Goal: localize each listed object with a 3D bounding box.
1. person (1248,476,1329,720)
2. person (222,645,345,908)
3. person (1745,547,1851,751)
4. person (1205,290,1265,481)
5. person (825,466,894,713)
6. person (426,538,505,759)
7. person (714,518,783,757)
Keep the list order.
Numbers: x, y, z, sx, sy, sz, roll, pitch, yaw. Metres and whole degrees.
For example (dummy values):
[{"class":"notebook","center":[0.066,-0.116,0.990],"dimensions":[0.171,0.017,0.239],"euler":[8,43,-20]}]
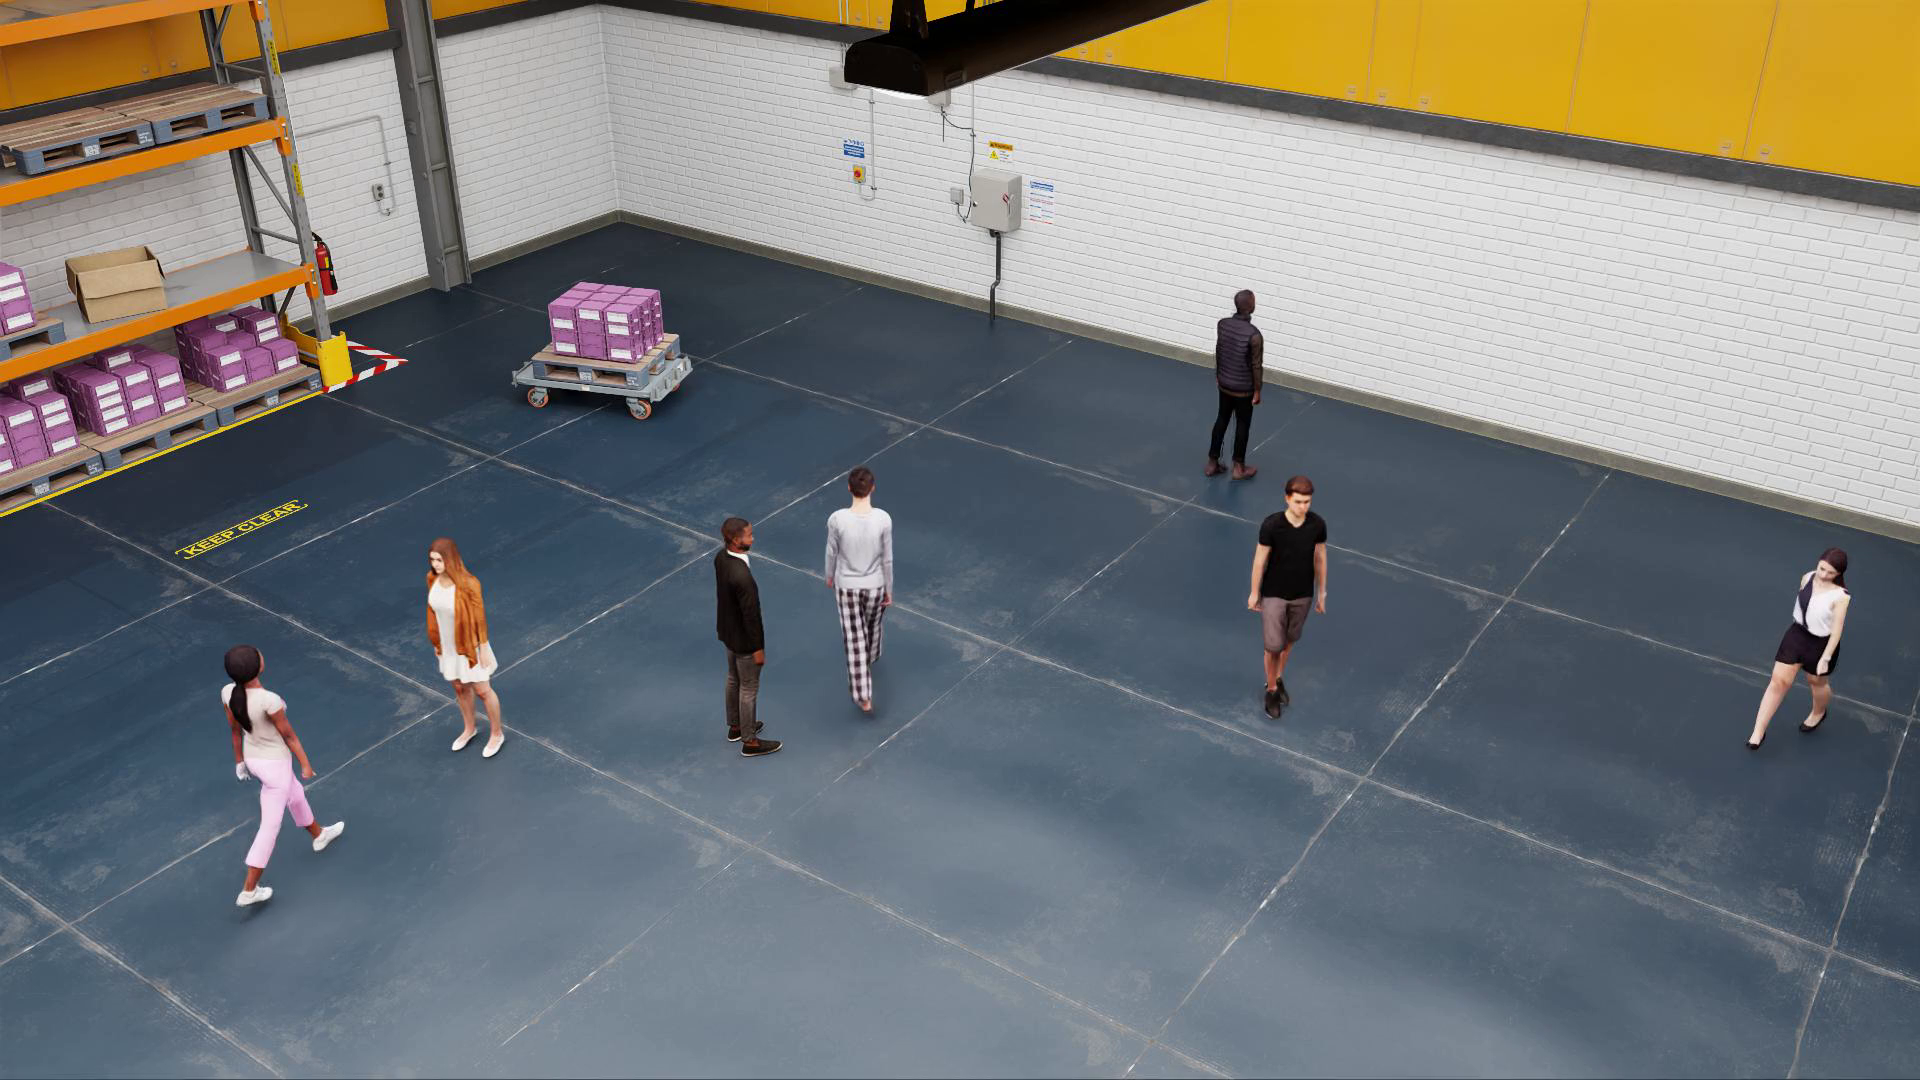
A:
[{"class":"person","center":[2.348,0.330,12.069],"dimensions":[0.877,1.853,0.937],"euler":[-5,29,-9]},{"class":"person","center":[-4.284,1.453,10.172],"dimensions":[0.727,1.700,1.202],"euler":[13,31,22]},{"class":"person","center":[5.984,0.736,11.591],"dimensions":[1.110,1.599,0.868],"euler":[-12,31,-21]},{"class":"person","center":[2.537,-1.432,15.317],"dimensions":[0.788,1.837,0.792],"euler":[-22,35,-34]},{"class":"person","center":[-0.717,0.390,12.013],"dimensions":[1.112,1.801,1.206],"euler":[-3,29,-6]},{"class":"person","center":[-3.441,0.710,11.514],"dimensions":[0.644,1.718,0.622],"euler":[12,31,21]},{"class":"person","center":[-1.518,0.663,11.514],"dimensions":[0.732,1.802,0.744],"euler":[-14,32,-24]}]
